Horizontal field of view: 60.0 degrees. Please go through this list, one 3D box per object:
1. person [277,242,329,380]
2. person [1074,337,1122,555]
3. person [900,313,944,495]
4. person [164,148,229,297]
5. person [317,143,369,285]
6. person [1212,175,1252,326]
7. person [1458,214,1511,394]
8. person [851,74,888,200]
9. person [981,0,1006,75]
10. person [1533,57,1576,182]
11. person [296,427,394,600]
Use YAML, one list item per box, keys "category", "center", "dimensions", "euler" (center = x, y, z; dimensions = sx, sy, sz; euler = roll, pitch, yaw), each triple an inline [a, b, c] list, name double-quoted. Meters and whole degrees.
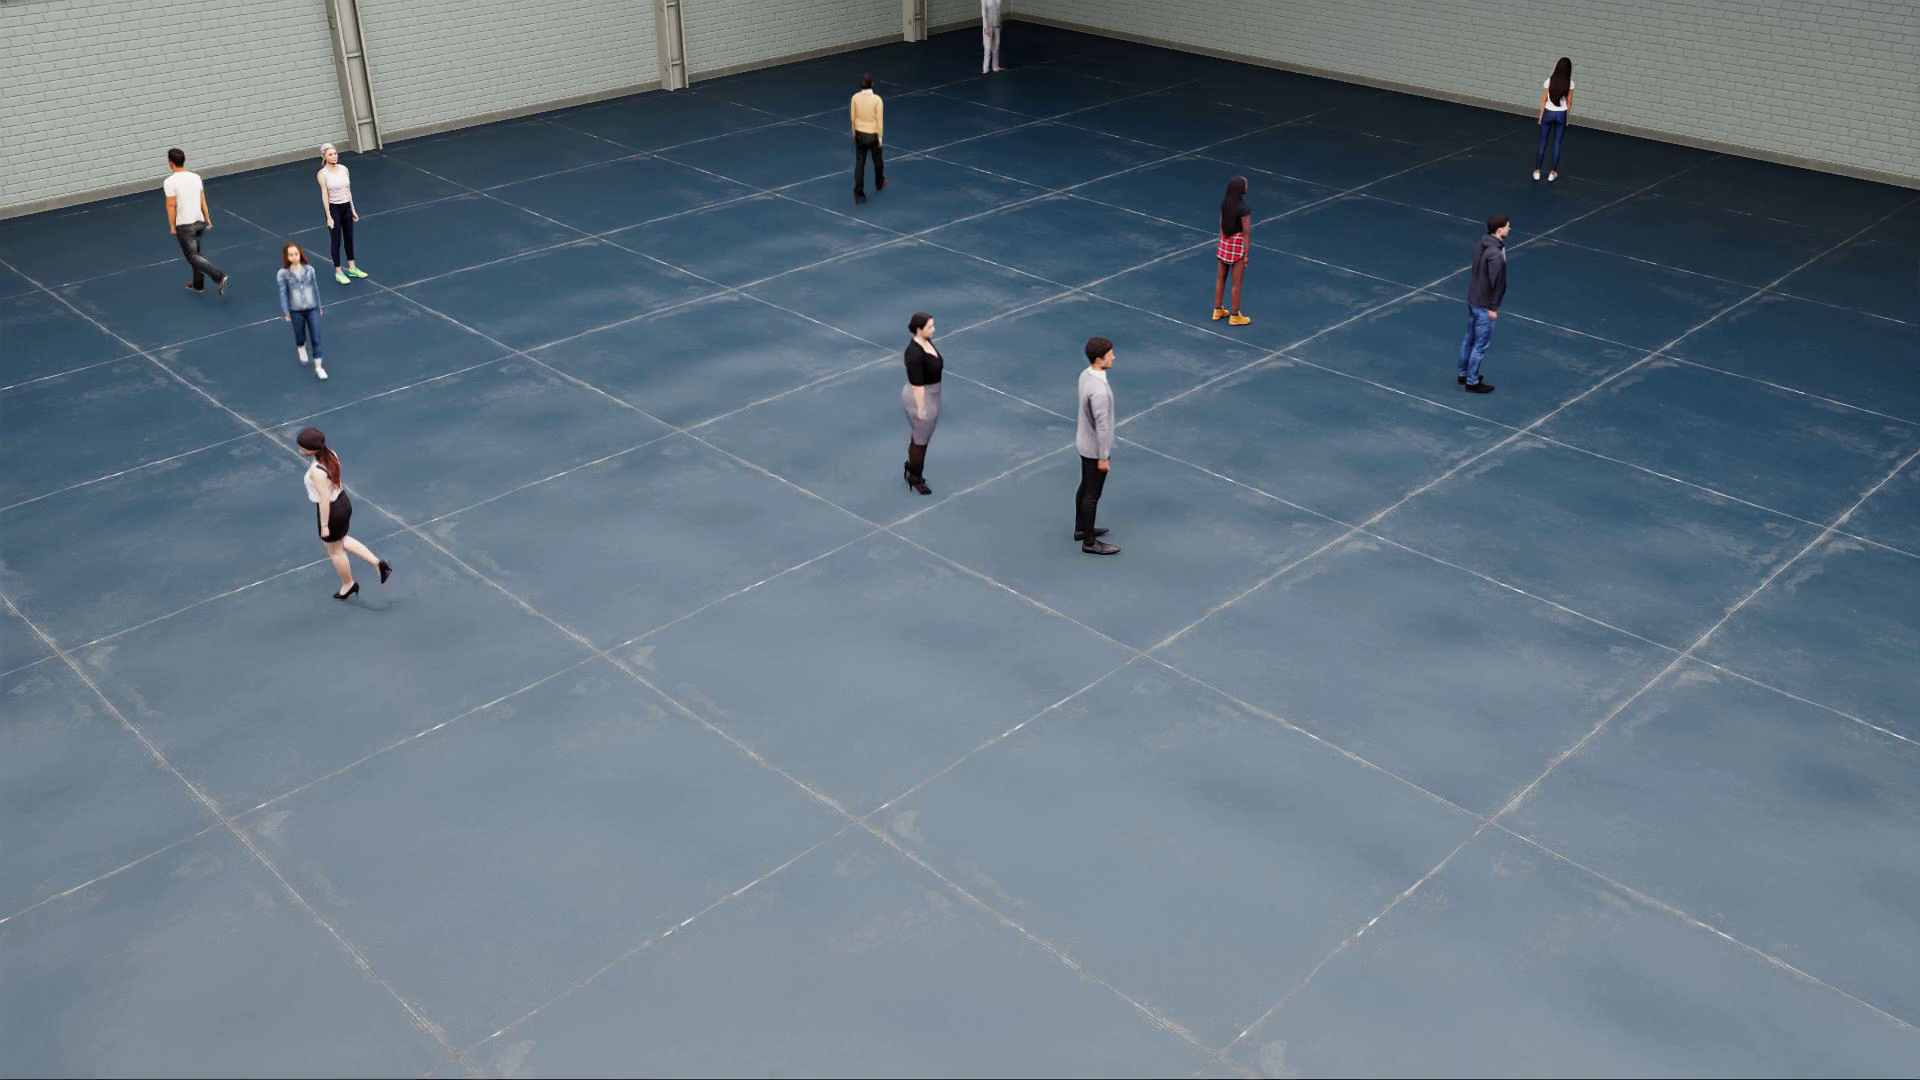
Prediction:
- category: "person"
  center: [-7.046, -2.482, 17.811]
  dimensions: [0.888, 1.458, 0.738]
  euler: [-17, 33, -29]
- category: "person"
  center: [1.144, -0.824, 14.204]
  dimensions: [0.856, 1.922, 0.831]
  euler: [-4, 28, -7]
- category: "person"
  center: [-0.388, -1.271, 15.224]
  dimensions: [0.864, 1.753, 0.773]
  euler: [5, 28, 9]
- category: "person"
  center: [-9.139, -3.751, 19.856]
  dimensions: [0.951, 1.777, 1.106]
  euler: [13, 31, 23]
- category: "person"
  center: [-7.648, -4.038, 20.473]
  dimensions: [0.718, 1.702, 0.556]
  euler: [15, 31, 26]
- category: "person"
  center: [3.143, -3.341, 19.138]
  dimensions: [0.629, 1.728, 0.642]
  euler: [-19, 34, -32]
- category: "person"
  center: [5.455, -2.481, 17.345]
  dimensions: [0.794, 1.894, 0.756]
  euler: [-2, 28, -4]
- category: "person"
  center: [-1.341, -5.669, 23.525]
  dimensions: [1.016, 1.712, 1.247]
  euler: [9, 29, 16]
- category: "person"
  center: [0.613, -9.516, 30.704]
  dimensions: [0.844, 1.755, 0.543]
  euler: [23, 36, 37]
- category: "person"
  center: [8.727, -6.181, 24.419]
  dimensions: [0.653, 1.775, 0.652]
  euler: [9, 29, 16]
- category: "person"
  center: [-4.939, -0.183, 13.327]
  dimensions: [0.910, 1.615, 0.841]
  euler: [1, 28, 1]
